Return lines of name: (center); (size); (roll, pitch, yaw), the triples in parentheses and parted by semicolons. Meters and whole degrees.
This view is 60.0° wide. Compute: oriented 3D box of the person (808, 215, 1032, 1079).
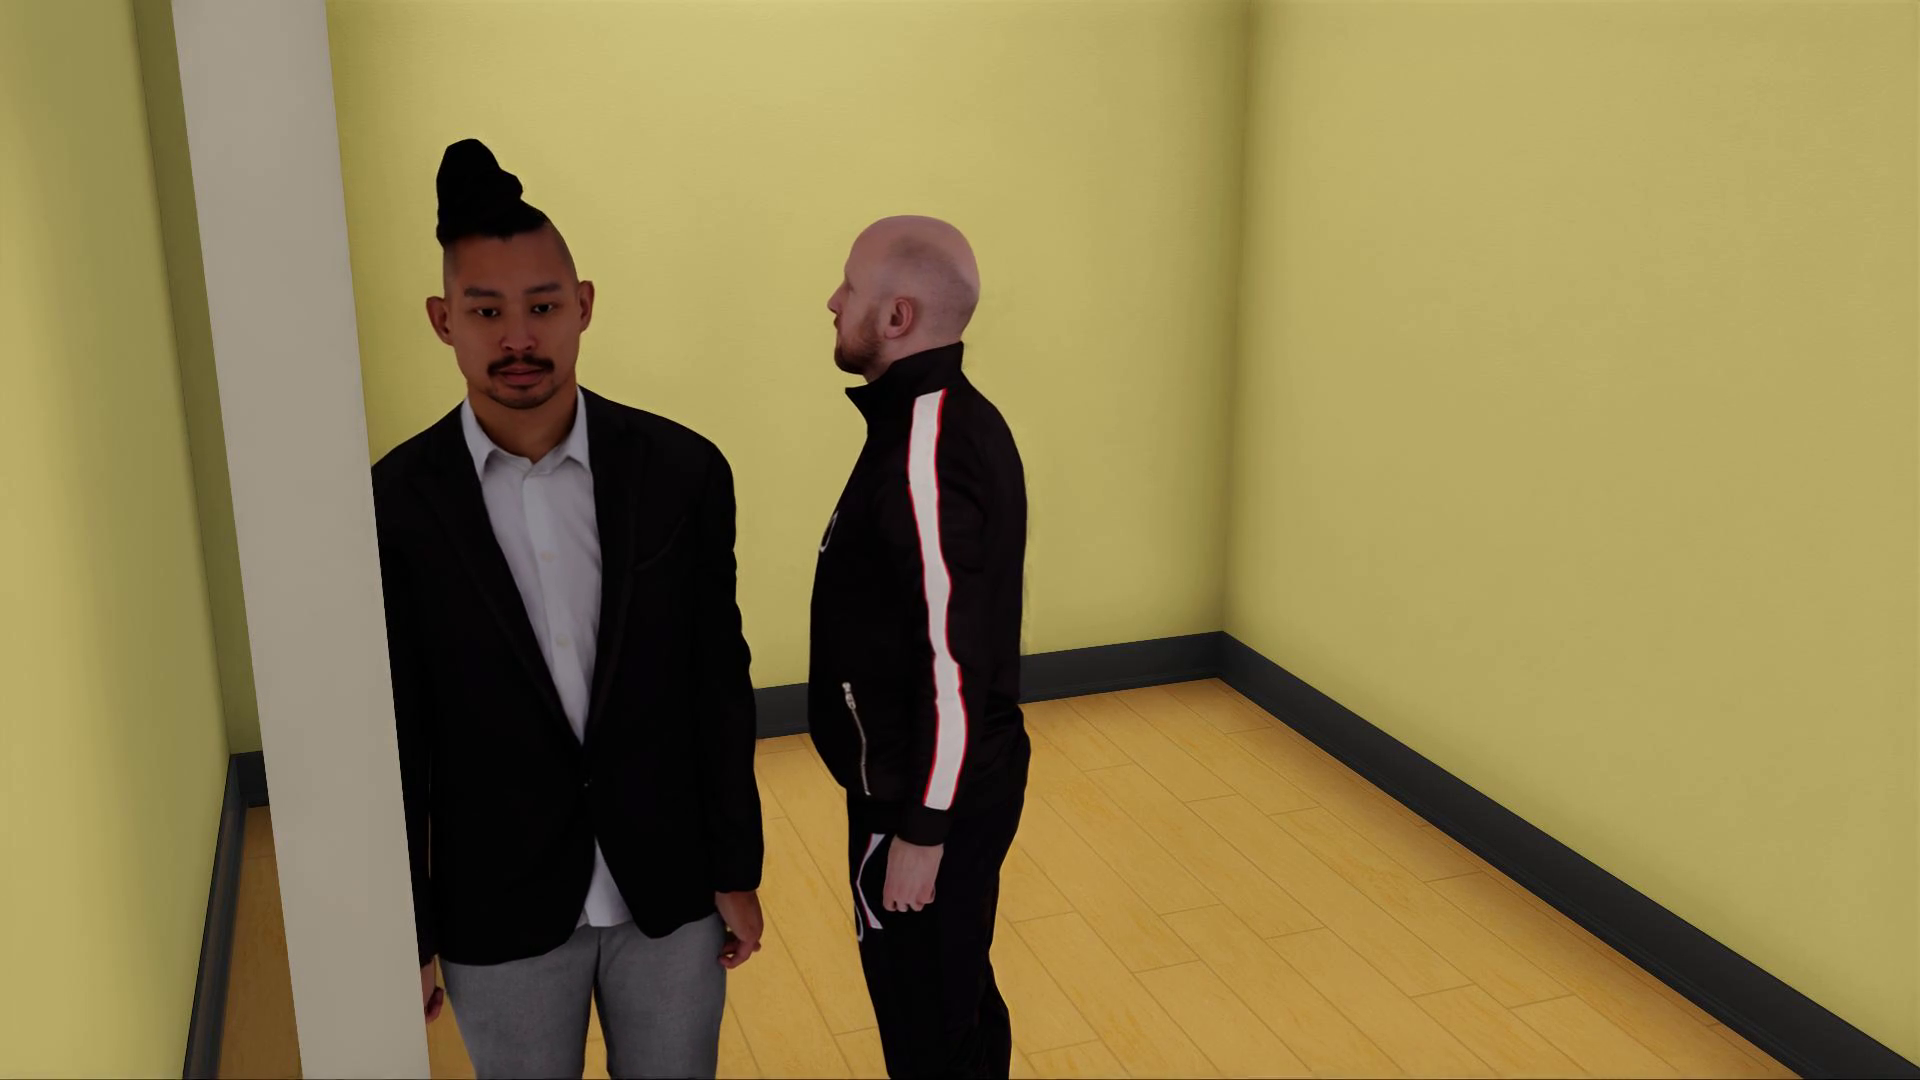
person: (-0.034, 0.416, 2.617); (0.724, 1.835, 0.761); (1, 16, 3)

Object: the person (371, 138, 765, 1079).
person: (-0.548, 0.433, 2.342); (0.524, 1.952, 0.761); (-6, 17, -20)
